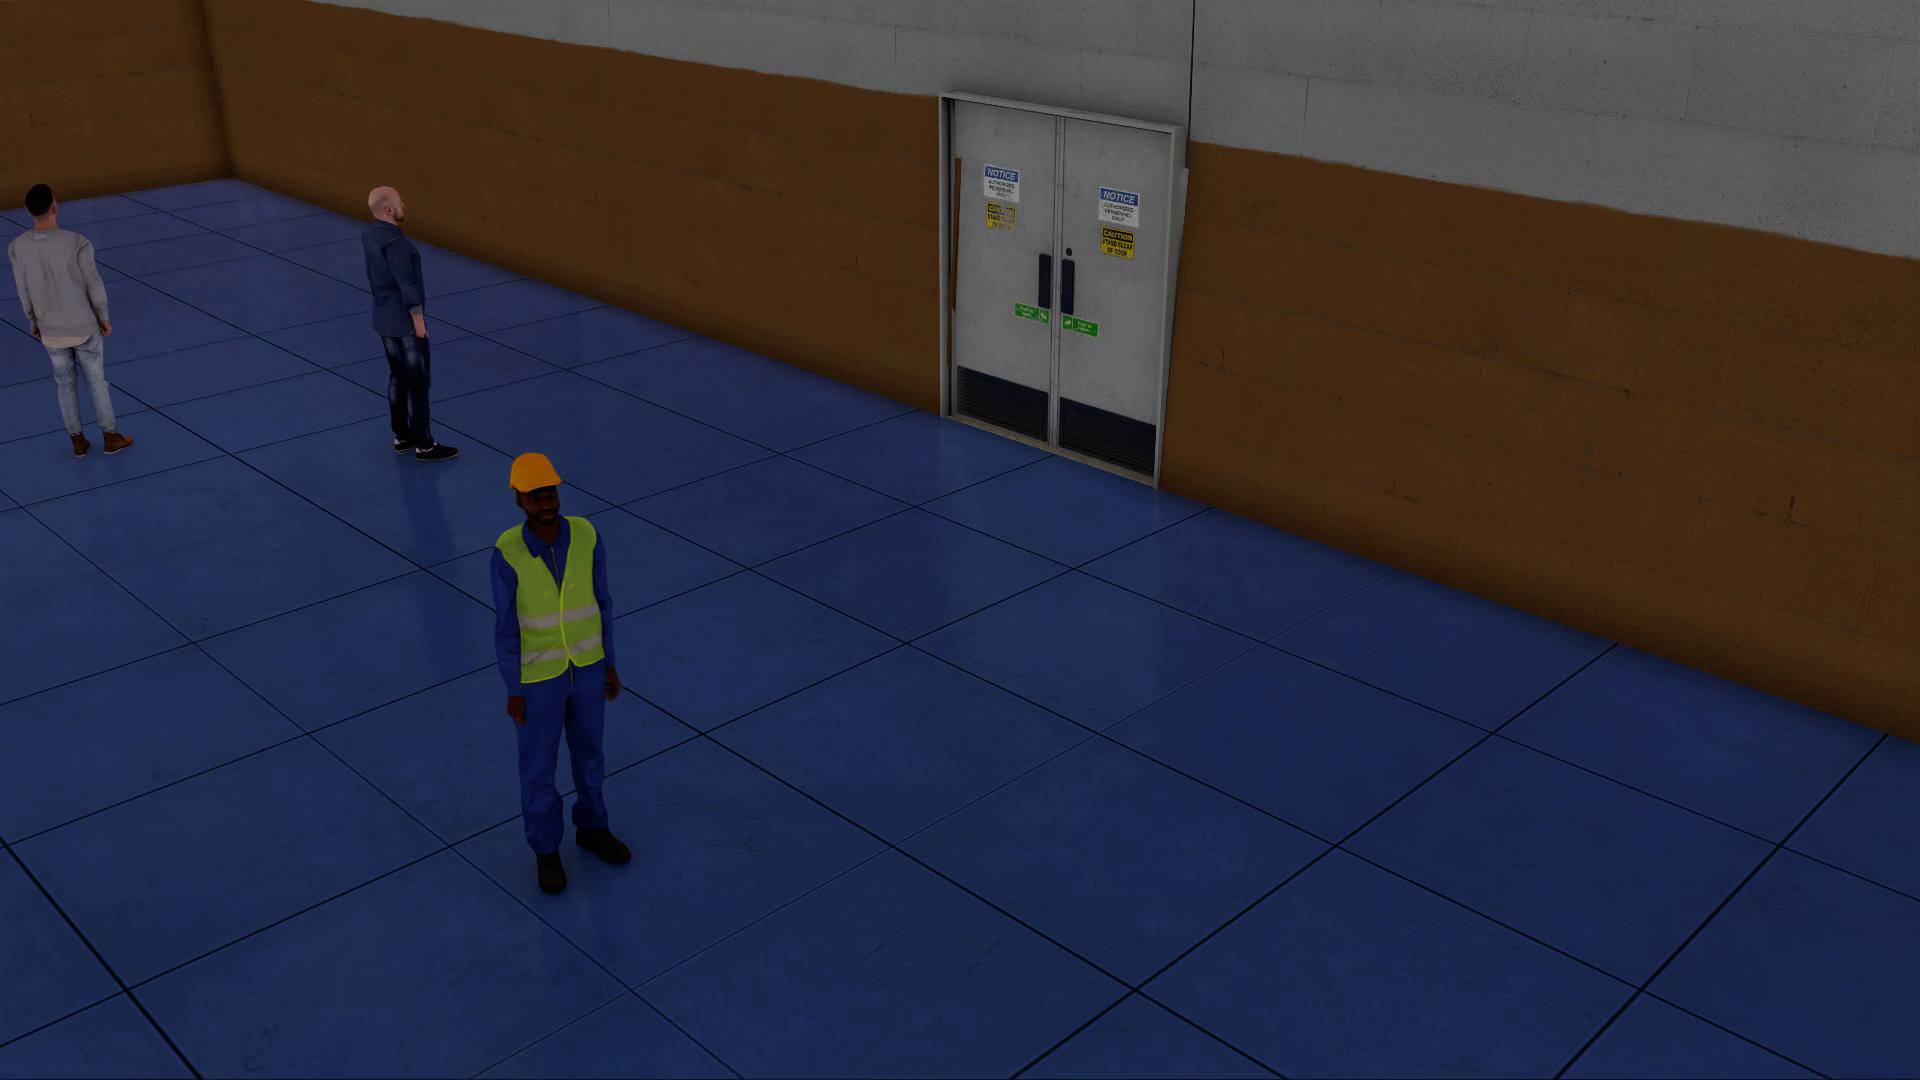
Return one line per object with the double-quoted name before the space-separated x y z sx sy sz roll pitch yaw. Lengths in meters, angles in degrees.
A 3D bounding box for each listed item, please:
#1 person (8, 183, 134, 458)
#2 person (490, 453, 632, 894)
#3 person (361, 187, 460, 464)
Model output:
"person" -5.925 -1.454 11.054 0.718 1.840 0.828 -4 24 -10
"person" -1.598 0.505 6.611 0.550 1.813 0.741 -18 29 -35
"person" -3.685 -1.426 11.009 0.561 1.826 0.697 -21 31 -40
